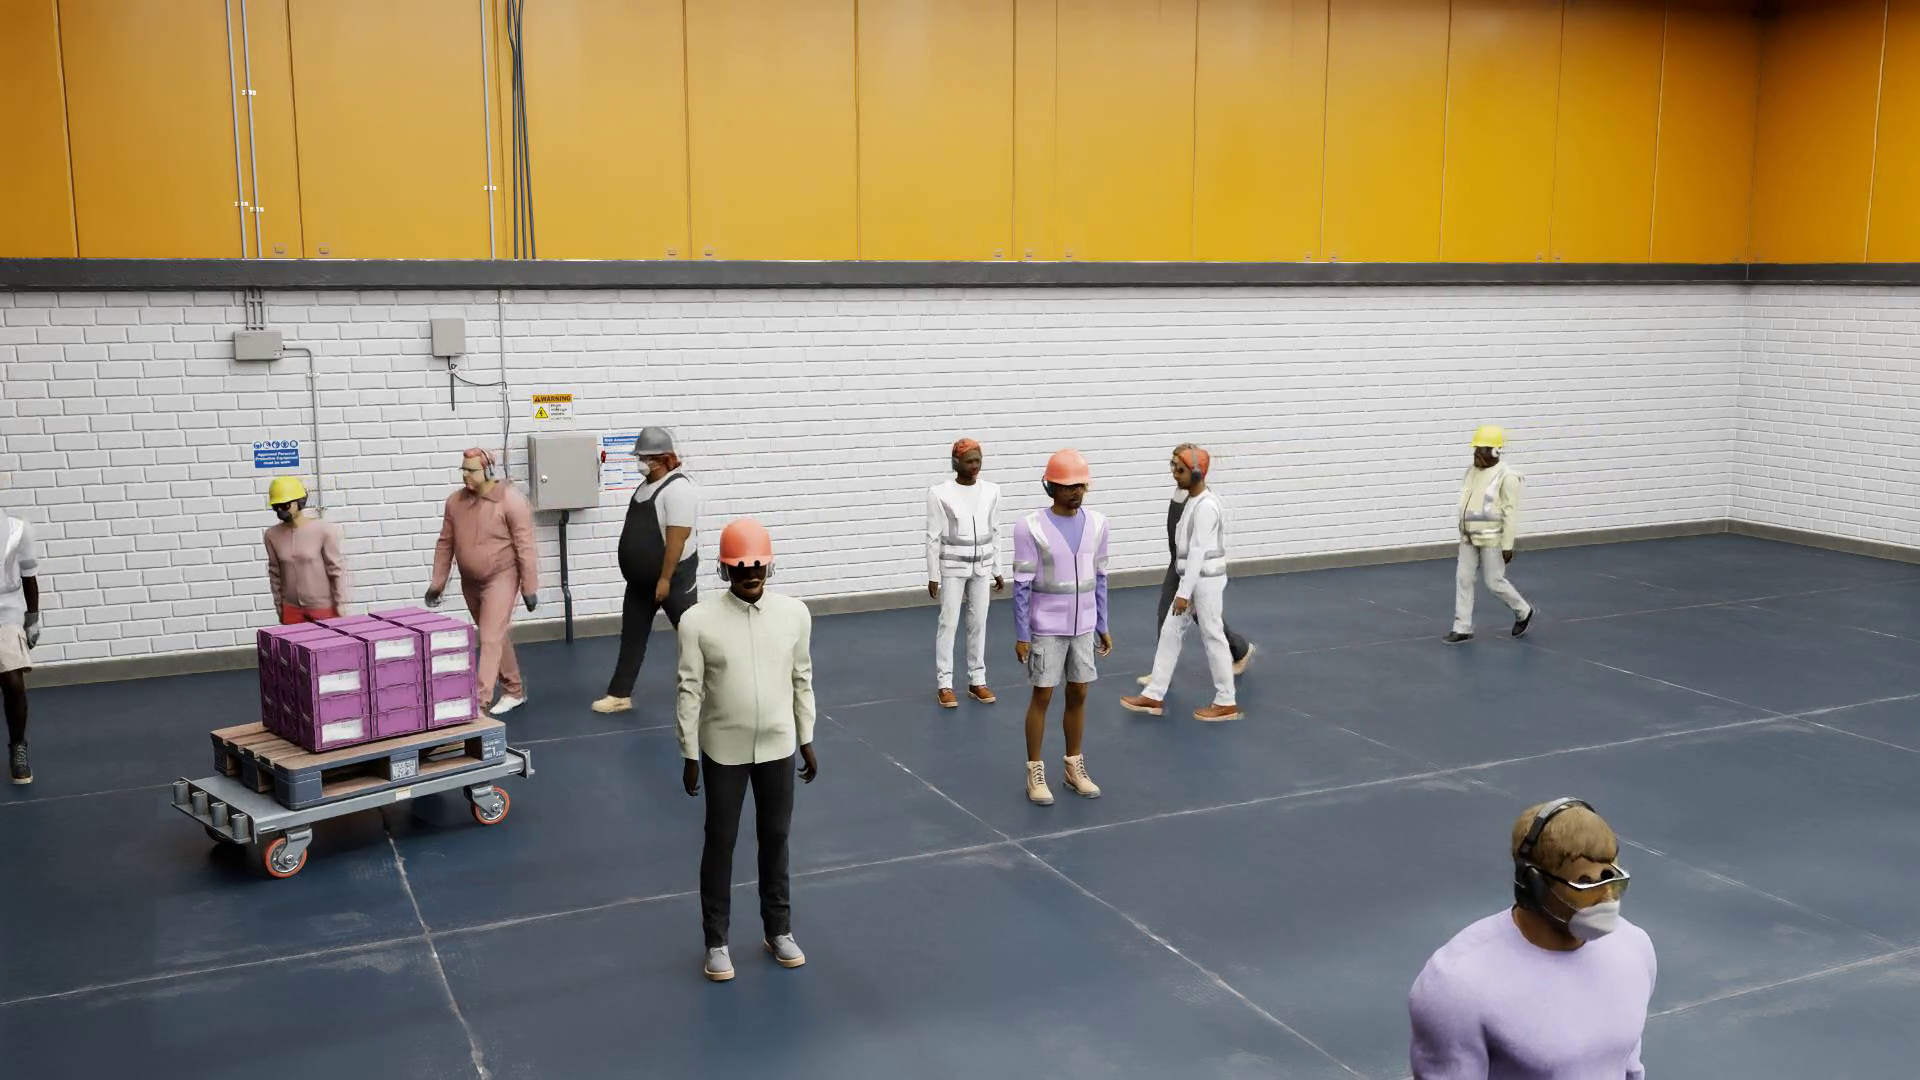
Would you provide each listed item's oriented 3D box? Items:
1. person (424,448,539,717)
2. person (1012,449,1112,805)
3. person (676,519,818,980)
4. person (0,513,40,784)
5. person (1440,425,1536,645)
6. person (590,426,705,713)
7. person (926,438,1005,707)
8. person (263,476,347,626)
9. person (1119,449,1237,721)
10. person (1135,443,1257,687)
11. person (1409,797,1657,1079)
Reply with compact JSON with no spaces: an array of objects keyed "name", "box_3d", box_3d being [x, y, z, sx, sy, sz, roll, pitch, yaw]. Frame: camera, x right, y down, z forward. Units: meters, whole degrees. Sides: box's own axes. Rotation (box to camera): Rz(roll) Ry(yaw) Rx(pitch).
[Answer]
[{"name":"person","box_3d":[-3.235,0.319,11.148,0.661,1.867,0.955,5,10,28]},{"name":"person","box_3d":[0.603,0.493,9.506,0.616,2.040,0.383,-4,10,-25]},{"name":"person","box_3d":[-0.908,0.891,7.183,0.625,1.992,0.386,-4,10,-25]},{"name":"person","box_3d":[-5.757,0.498,9.793,0.626,1.942,0.692,-5,10,-28]},{"name":"person","box_3d":[4.338,-0.042,13.557,0.779,1.810,0.599,-4,10,-23]},{"name":"person","box_3d":[-2.040,0.164,11.551,1.043,2.000,0.684,-8,12,-40]},{"name":"person","box_3d":[0.039,0.225,11.655,0.587,1.883,0.342,-4,10,-25]},{"name":"person","box_3d":[-4.239,0.416,10.921,0.544,1.735,0.629,1,9,7]},{"name":"person","box_3d":[1.483,0.316,11.168,0.888,1.846,0.599,-1,9,-4]},{"name":"person","box_3d":[1.753,0.180,12.197,0.882,1.815,0.513,-3,10,-18]},{"name":"person","box_3d":[1.254,1.491,3.636,0.638,1.937,0.357,-4,10,-25]}]
